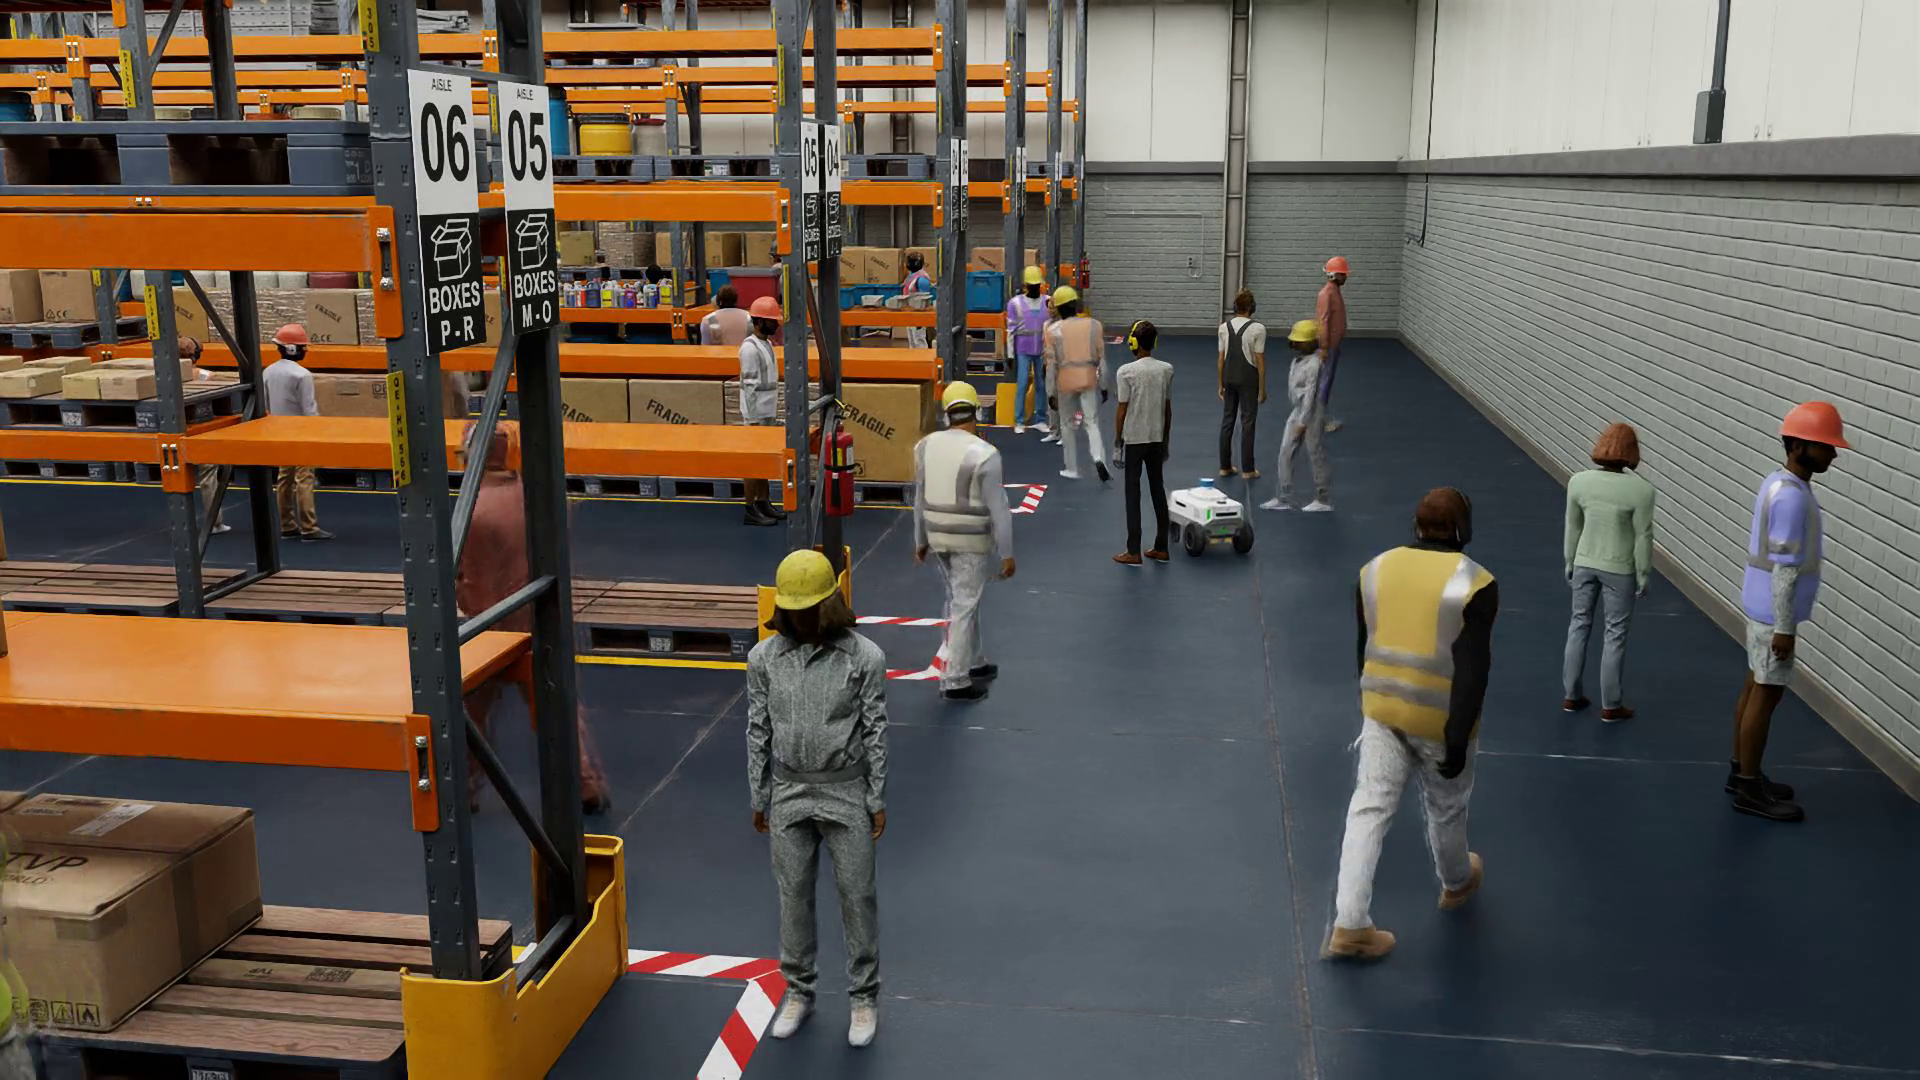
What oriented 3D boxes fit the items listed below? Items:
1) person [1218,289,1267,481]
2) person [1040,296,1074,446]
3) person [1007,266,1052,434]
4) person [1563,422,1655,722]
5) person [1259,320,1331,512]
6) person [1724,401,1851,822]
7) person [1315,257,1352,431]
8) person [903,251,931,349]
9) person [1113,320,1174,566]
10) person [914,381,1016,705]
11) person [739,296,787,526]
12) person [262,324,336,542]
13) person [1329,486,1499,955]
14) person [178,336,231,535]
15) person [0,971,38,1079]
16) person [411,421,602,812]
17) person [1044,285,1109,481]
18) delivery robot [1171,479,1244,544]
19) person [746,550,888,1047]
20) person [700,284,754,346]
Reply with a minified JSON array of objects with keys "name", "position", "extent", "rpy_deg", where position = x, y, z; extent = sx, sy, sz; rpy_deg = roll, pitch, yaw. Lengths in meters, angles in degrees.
[{"name":"person","position":[2.724,-1.496,16.094],"extent":[0.506,1.839,0.344],"rpy_deg":[10,16,38]},{"name":"person","position":[1.075,-1.855,18.184],"extent":[0.317,1.632,0.524],"rpy_deg":[-10,16,-37]},{"name":"person","position":[0.831,-2.151,18.891],"extent":[0.601,1.913,0.406],"rpy_deg":[-3,13,-13]},{"name":"person","position":[3.511,0.171,9.048],"extent":[0.286,1.628,0.501],"rpy_deg":[-10,16,-39]},{"name":"person","position":[2.953,-1.058,14.412],"extent":[0.728,1.697,0.512],"rpy_deg":[-3,13,-15]},{"name":"person","position":[3.810,0.318,7.680],"extent":[0.376,1.934,0.547],"rpy_deg":[5,13,21]},{"name":"person","position":[4.283,-2.259,19.175],"extent":[0.396,1.992,0.623],"rpy_deg":[6,14,24]},{"name":"person","position":[-0.640,-3.173,23.648],"extent":[0.429,1.847,0.626],"rpy_deg":[-4,13,-19]},{"name":"person","position":[1.389,-0.731,12.606],"extent":[0.504,1.858,0.336],"rpy_deg":[-7,14,-27]},{"name":"person","position":[0.084,-0.002,9.432],"extent":[0.637,1.789,0.732],"rpy_deg":[12,17,43]},{"name":"person","position":[-1.649,-1.081,14.017],"extent":[0.388,1.929,0.544],"rpy_deg":[3,13,12]},{"name":"person","position":[-5.349,-0.862,13.424],"extent":[0.564,1.748,0.339],"rpy_deg":[8,15,32]},{"name":"person","position":[1.769,0.683,6.439],"extent":[0.629,1.758,1.041],"rpy_deg":[12,17,43]},{"name":"person","position":[-6.285,-0.849,13.646],"extent":[0.513,1.631,0.318],"rpy_deg":[1,13,6]},{"name":"person","position":[-2.494,1.240,4.133],"extent":[0.856,1.664,0.522],"rpy_deg":[1,13,5]},{"name":"person","position":[-2.089,0.384,7.625],"extent":[0.916,1.872,0.644],"rpy_deg":[4,13,19]},{"name":"person","position":[1.133,-1.475,15.902],"extent":[0.634,1.886,0.752],"rpy_deg":[-2,13,-9]},{"name":"delivery robot","position":[1.944,-0.241,13.127],"extent":[0.477,0.478,0.707],"rpy_deg":[-4,13,-17]},{"name":"person","position":[-0.488,0.874,5.641],"extent":[0.490,1.731,0.321],"rpy_deg":[2,13,8]},{"name":"person","position":[-2.324,-1.654,16.791],"extent":[0.627,1.843,0.429],"rpy_deg":[-6,14,-26]}]
